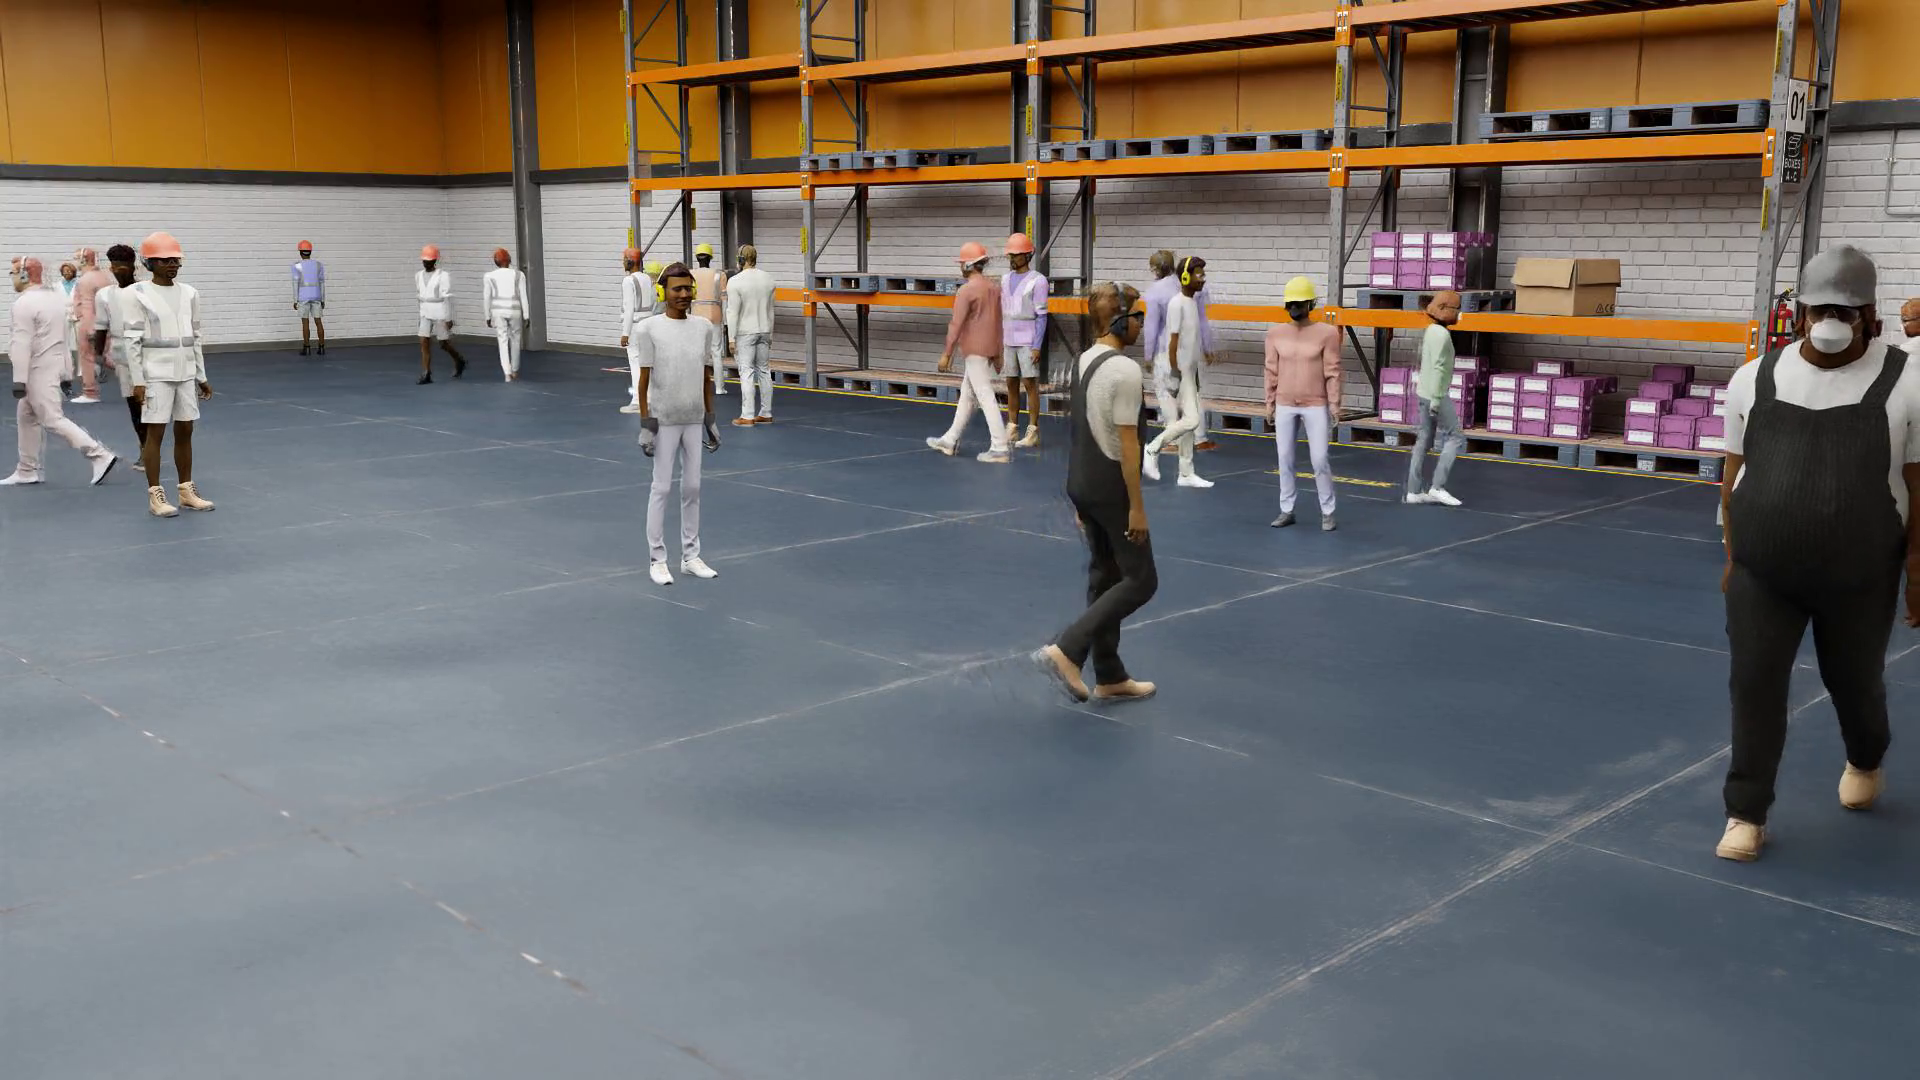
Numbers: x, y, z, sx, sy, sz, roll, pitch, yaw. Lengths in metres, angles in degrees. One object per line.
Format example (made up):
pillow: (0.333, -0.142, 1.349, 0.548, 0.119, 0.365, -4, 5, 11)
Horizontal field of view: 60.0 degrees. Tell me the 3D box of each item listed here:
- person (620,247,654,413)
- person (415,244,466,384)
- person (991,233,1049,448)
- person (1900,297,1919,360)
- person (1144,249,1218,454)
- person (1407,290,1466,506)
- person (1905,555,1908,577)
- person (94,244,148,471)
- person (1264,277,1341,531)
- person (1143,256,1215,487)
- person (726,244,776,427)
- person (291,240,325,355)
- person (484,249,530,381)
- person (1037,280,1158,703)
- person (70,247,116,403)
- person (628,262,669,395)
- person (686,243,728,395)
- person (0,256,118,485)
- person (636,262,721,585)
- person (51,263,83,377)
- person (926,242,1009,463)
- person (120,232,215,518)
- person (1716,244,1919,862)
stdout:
person: (-3.710, -2.399, 19.053, 0.355, 1.884, 0.575, 3, 11, 15)
person: (-7.170, -3.101, 22.856, 0.555, 1.907, 0.830, 4, 11, 20)
person: (0.566, -1.896, 15.878, 0.372, 2.044, 0.608, -10, 14, -42)
person: (6.560, -0.845, 11.307, 0.524, 1.608, 0.423, -5, 12, -26)
person: (2.056, -1.735, 15.431, 0.797, 1.897, 0.416, -5, 12, -26)
person: (3.621, -1.060, 12.474, 0.506, 1.613, 0.514, 0, 10, 2)
person: (3.694, 0.017, 5.896, 0.614, 1.877, 0.937, 9, 14, 42)
person: (-7.090, -1.544, 14.210, 0.648, 1.940, 0.671, 0, 10, 1)
person: (2.342, -0.922, 11.398, 0.542, 1.742, 0.455, 5, 12, 25)
person: (1.773, -1.338, 13.363, 0.529, 1.849, 0.542, 4, 11, 22)
person: (-2.215, -2.164, 17.667, 0.368, 1.932, 0.622, 10, 14, 43)
person: (-11.015, -4.088, 28.117, 0.545, 1.938, 0.361, -9, 14, -41)
person: (-6.372, -3.159, 23.364, 0.595, 1.823, 0.986, -3, 11, -17)
person: (0.607, -0.175, 7.056, 0.509, 1.835, 0.529, -4, 11, -22)
person: (-10.386, -2.587, 20.070, 0.729, 1.888, 0.650, 0, 10, -2)
person: (-3.737, -2.549, 20.399, 0.502, 1.692, 0.914, -10, 15, -44)
person: (-3.213, -2.782, 21.050, 0.584, 1.917, 0.384, -1, 10, -4)
person: (-7.355, -1.356, 13.428, 0.927, 1.869, 0.634, -2, 11, -10)
person: (-1.637, -0.677, 9.730, 0.516, 1.860, 0.325, -8, 13, -37)
person: (-12.695, -3.142, 23.781, 0.538, 1.623, 0.433, -3, 11, -17)
person: (0.050, -1.684, 14.951, 0.985, 1.944, 0.626, 5, 12, 27)
person: (-5.713, -1.195, 12.048, 0.379, 2.045, 0.605, 6, 12, 28)
person: (2.884, 0.002, 5.532, 0.689, 2.000, 0.919, 8, 13, 39)
